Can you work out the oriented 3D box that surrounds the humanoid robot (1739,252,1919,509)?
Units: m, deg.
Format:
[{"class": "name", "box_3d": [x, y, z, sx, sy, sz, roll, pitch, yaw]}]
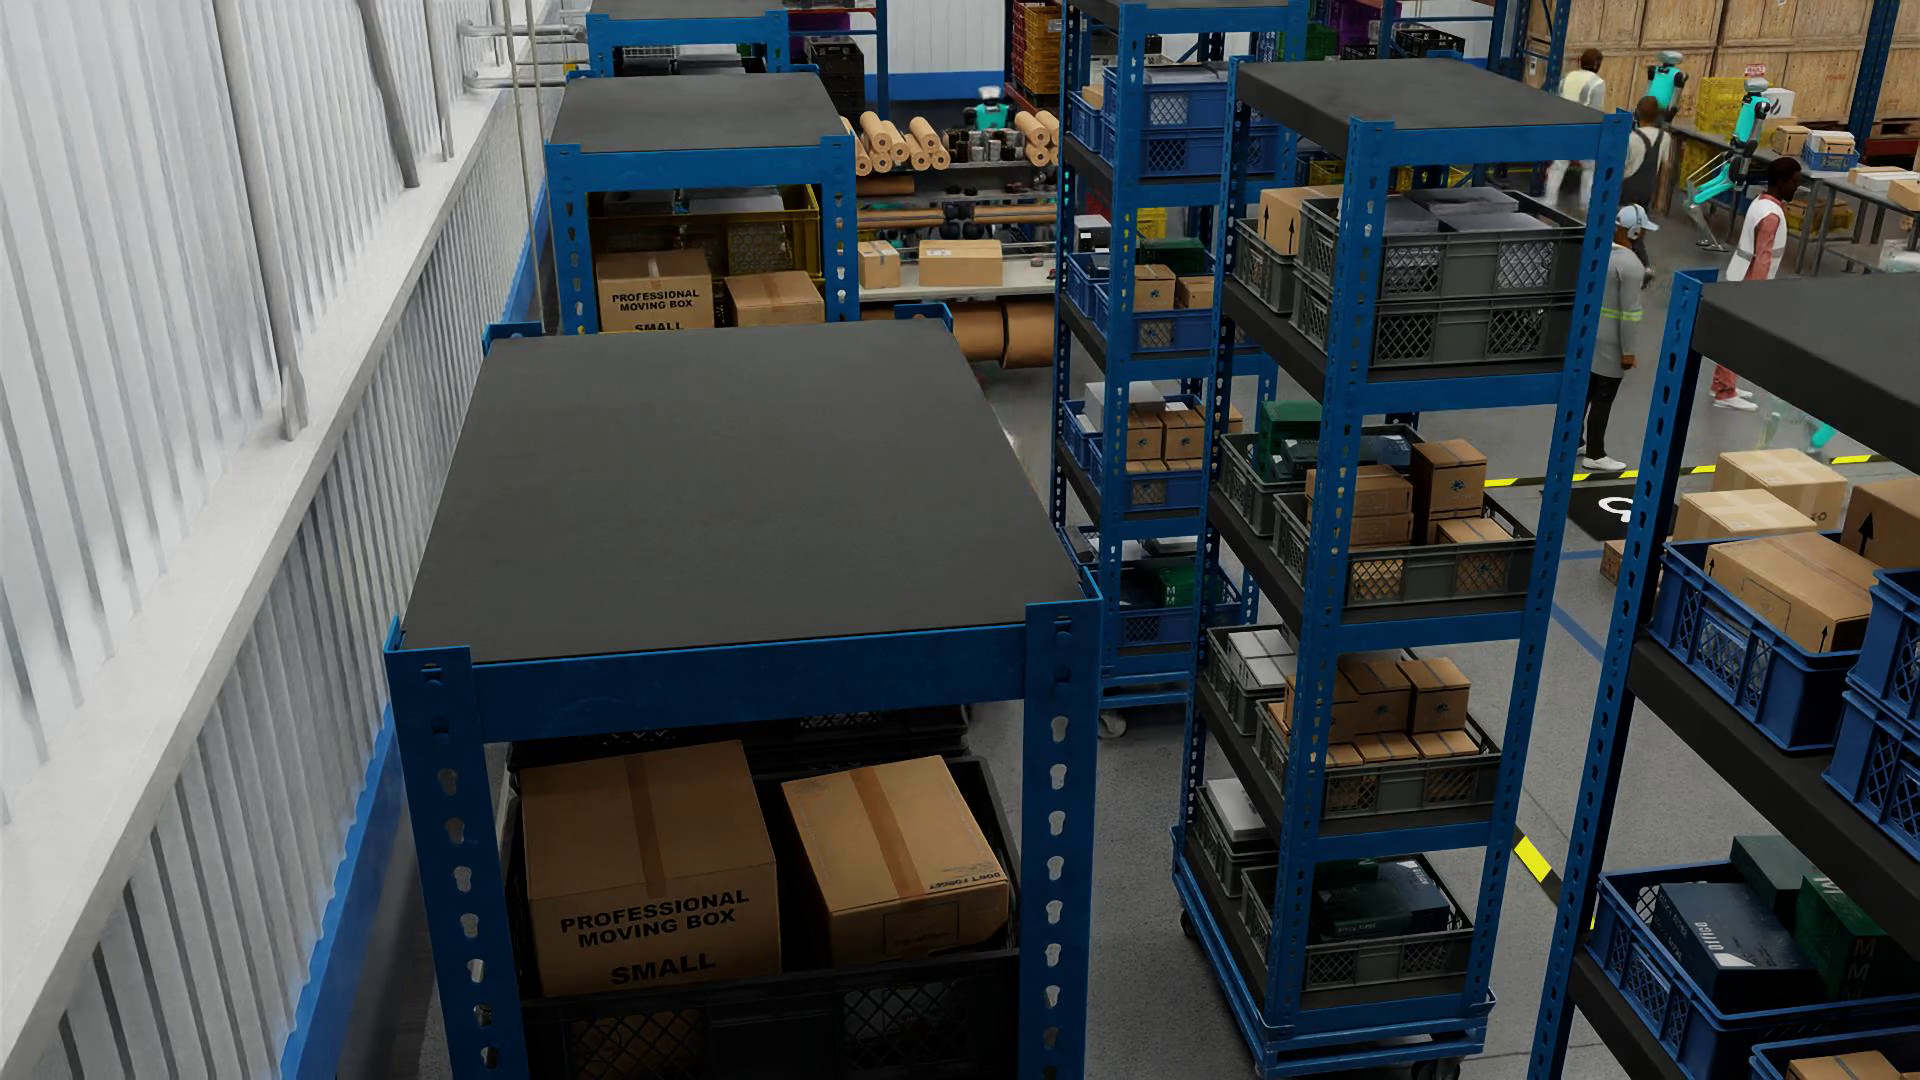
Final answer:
[{"class": "humanoid robot", "box_3d": [5.633, -1.065, 10.901, 1.016, 1.760, 0.556, 15, 29, 29]}]

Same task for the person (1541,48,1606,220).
[{"class": "person", "box_3d": [6.720, -4.372, 17.953, 0.772, 1.808, 0.645, -11, 27, -22]}]

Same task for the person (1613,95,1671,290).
[{"class": "person", "box_3d": [6.189, -3.134, 15.252, 0.532, 1.829, 0.483, -7, 26, -16]}]

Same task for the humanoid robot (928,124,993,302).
[{"class": "humanoid robot", "box_3d": [0.008, -2.868, 14.844, 0.585, 1.643, 0.424, -4, 25, -8]}]

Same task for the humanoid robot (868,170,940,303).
[{"class": "humanoid robot", "box_3d": [-0.399, -2.426, 13.911, 0.769, 1.865, 0.545, -20, 31, -37]}]

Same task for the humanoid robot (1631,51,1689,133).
[{"class": "humanoid robot", "box_3d": [7.373, -4.378, 18.193, 0.863, 1.853, 0.533, -9, 26, -18]}]

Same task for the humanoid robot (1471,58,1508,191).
[{"class": "humanoid robot", "box_3d": [5.902, -4.460, 18.318, 0.474, 1.645, 0.591, 1, 25, 1]}]

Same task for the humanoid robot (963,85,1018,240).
[{"class": "humanoid robot", "box_3d": [0.265, -3.550, 16.396, 0.549, 1.903, 0.742, -5, 25, -10]}]

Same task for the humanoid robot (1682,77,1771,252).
[{"class": "humanoid robot", "box_3d": [7.497, -3.713, 16.452, 0.735, 1.677, 0.533, 3, 25, 7]}]

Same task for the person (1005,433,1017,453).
[{"class": "person", "box_3d": [0.026, -0.024, 8.504, 0.562, 1.812, 0.733, 6, 25, 12]}]

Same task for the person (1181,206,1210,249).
[{"class": "person", "box_3d": [2.270, -3.515, 16.173, 0.321, 1.742, 0.491, 22, 33, 39]}]

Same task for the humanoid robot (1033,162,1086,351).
[{"class": "humanoid robot", "box_3d": [0.991, -2.407, 13.890, 0.798, 1.858, 0.563, 22, 33, 39]}]

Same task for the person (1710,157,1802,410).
[{"class": "person", "box_3d": [5.979, -1.931, 12.541, 0.394, 1.911, 0.580, 9, 26, 19]}]

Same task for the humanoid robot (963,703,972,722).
[{"class": "humanoid robot", "box_3d": [-0.063, 0.130, 8.343, 0.610, 1.637, 0.431, -1, 25, -1]}]

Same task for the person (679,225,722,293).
[{"class": "person", "box_3d": [-1.990, -2.033, 12.853, 0.514, 1.828, 0.939, -2, 25, -4]}]

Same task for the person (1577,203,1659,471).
[{"class": "person", "box_3d": [4.484, -1.394, 11.434, 0.389, 1.852, 0.586, -4, 25, -10]}]
